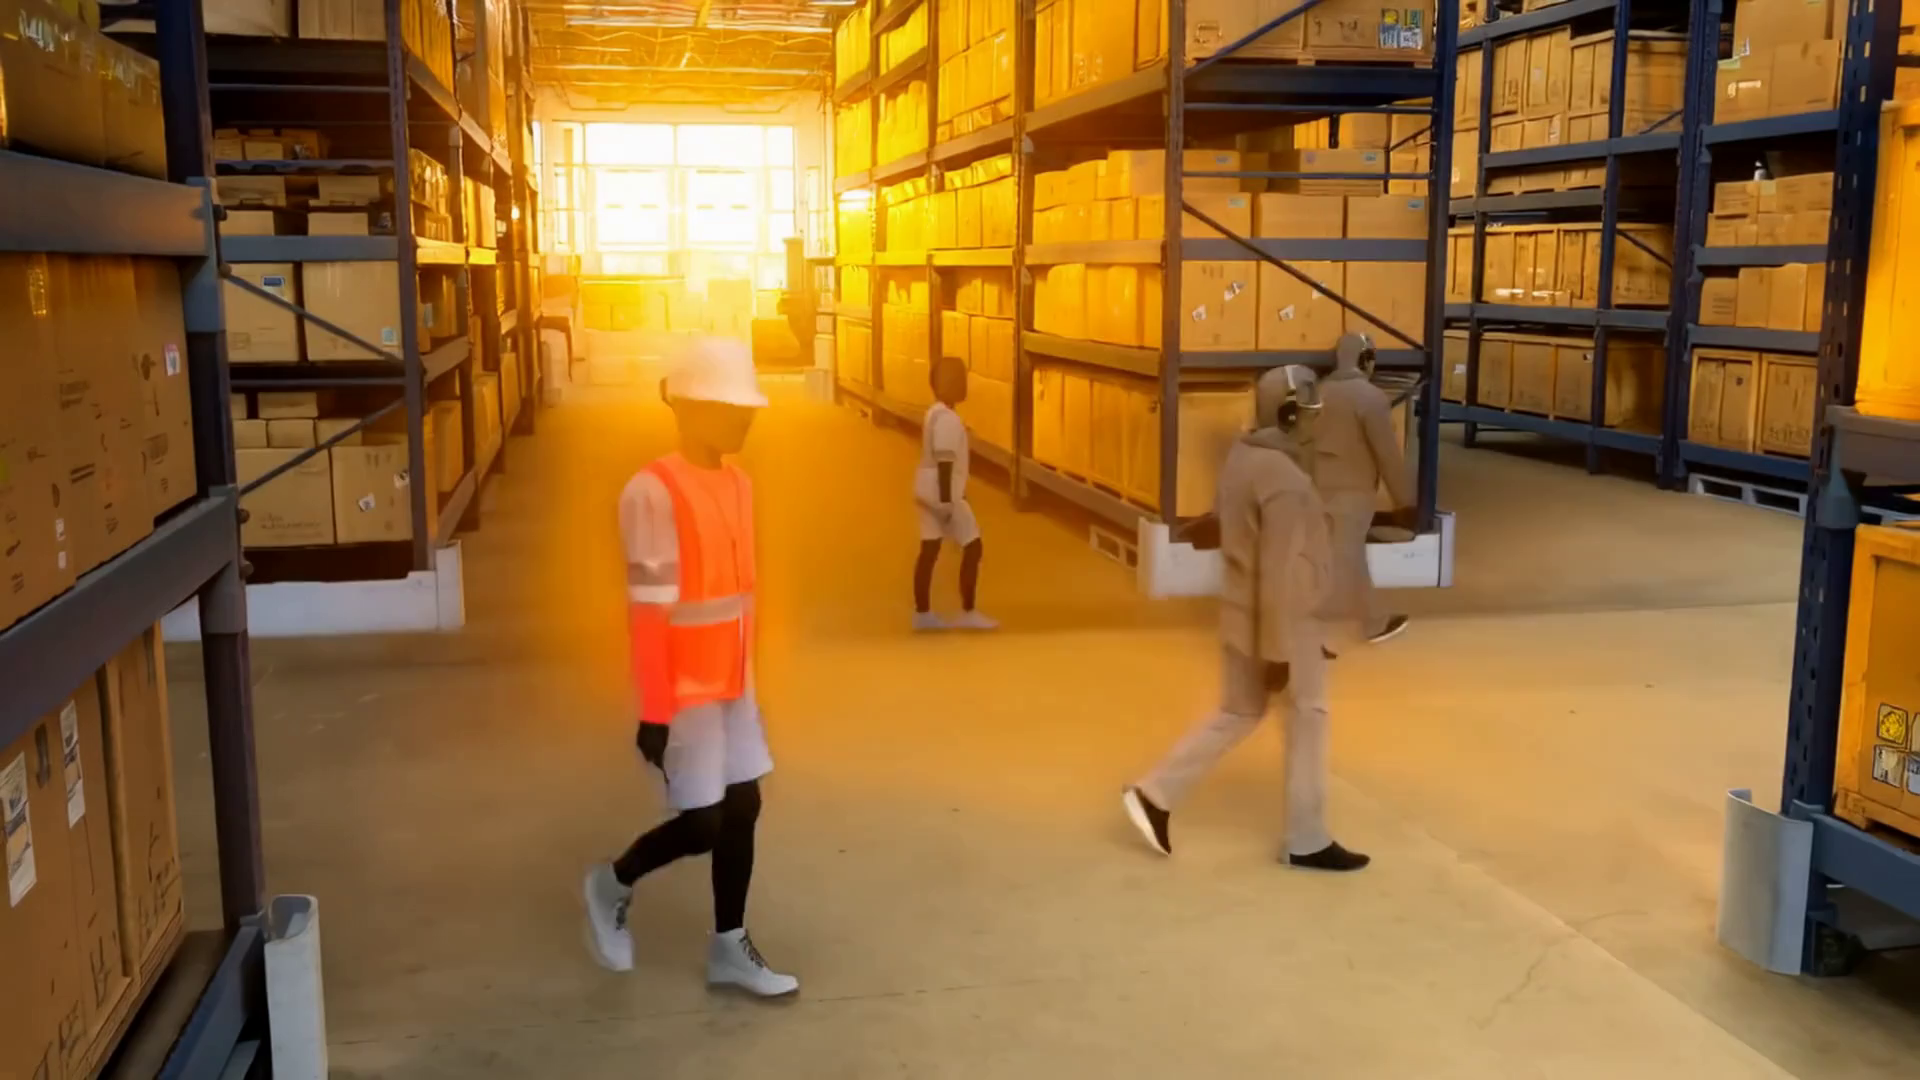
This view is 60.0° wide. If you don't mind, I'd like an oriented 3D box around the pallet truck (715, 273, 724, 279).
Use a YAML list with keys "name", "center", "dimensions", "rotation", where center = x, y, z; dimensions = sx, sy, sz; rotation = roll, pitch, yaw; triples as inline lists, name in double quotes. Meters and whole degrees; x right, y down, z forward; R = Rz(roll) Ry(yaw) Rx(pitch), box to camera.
- name: "pallet truck"
  center: [-8.580, -8.986, 62.280]
  dimensions: [1.885, 1.965, 0.823]
  rotation: [1, 9, 5]

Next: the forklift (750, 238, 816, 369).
- name: "forklift"
  center: [-3.590, -5.114, 35.993]
  dimensions: [1.873, 2.768, 1.129]
  rotation: [-1, 9, -3]

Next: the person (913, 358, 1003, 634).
- name: "person"
  center: [0.006, -0.258, 10.025]
  dimensions: [0.656, 1.671, 0.558]
  rotation: [-2, 10, -14]

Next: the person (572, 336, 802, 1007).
- name: "person"
  center: [-0.819, 0.404, 4.957]
  dimensions: [0.623, 2.023, 0.611]
  rotation: [4, 10, 24]

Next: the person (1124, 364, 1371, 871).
- name: "person"
  center: [1.063, 0.295, 6.064]
  dimensions: [0.831, 1.885, 0.640]
  rotation: [-2, 9, -10]

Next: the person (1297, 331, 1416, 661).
- name: "person"
  center: [2.264, -0.245, 9.440]
  dimensions: [0.994, 1.856, 0.647]
  rotation: [-4, 10, -24]

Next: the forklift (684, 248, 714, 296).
- name: "forklift"
  center: [-8.410, -8.037, 53.813]
  dimensions: [1.129, 2.768, 1.873]
  rotation: [-7, 12, -38]
